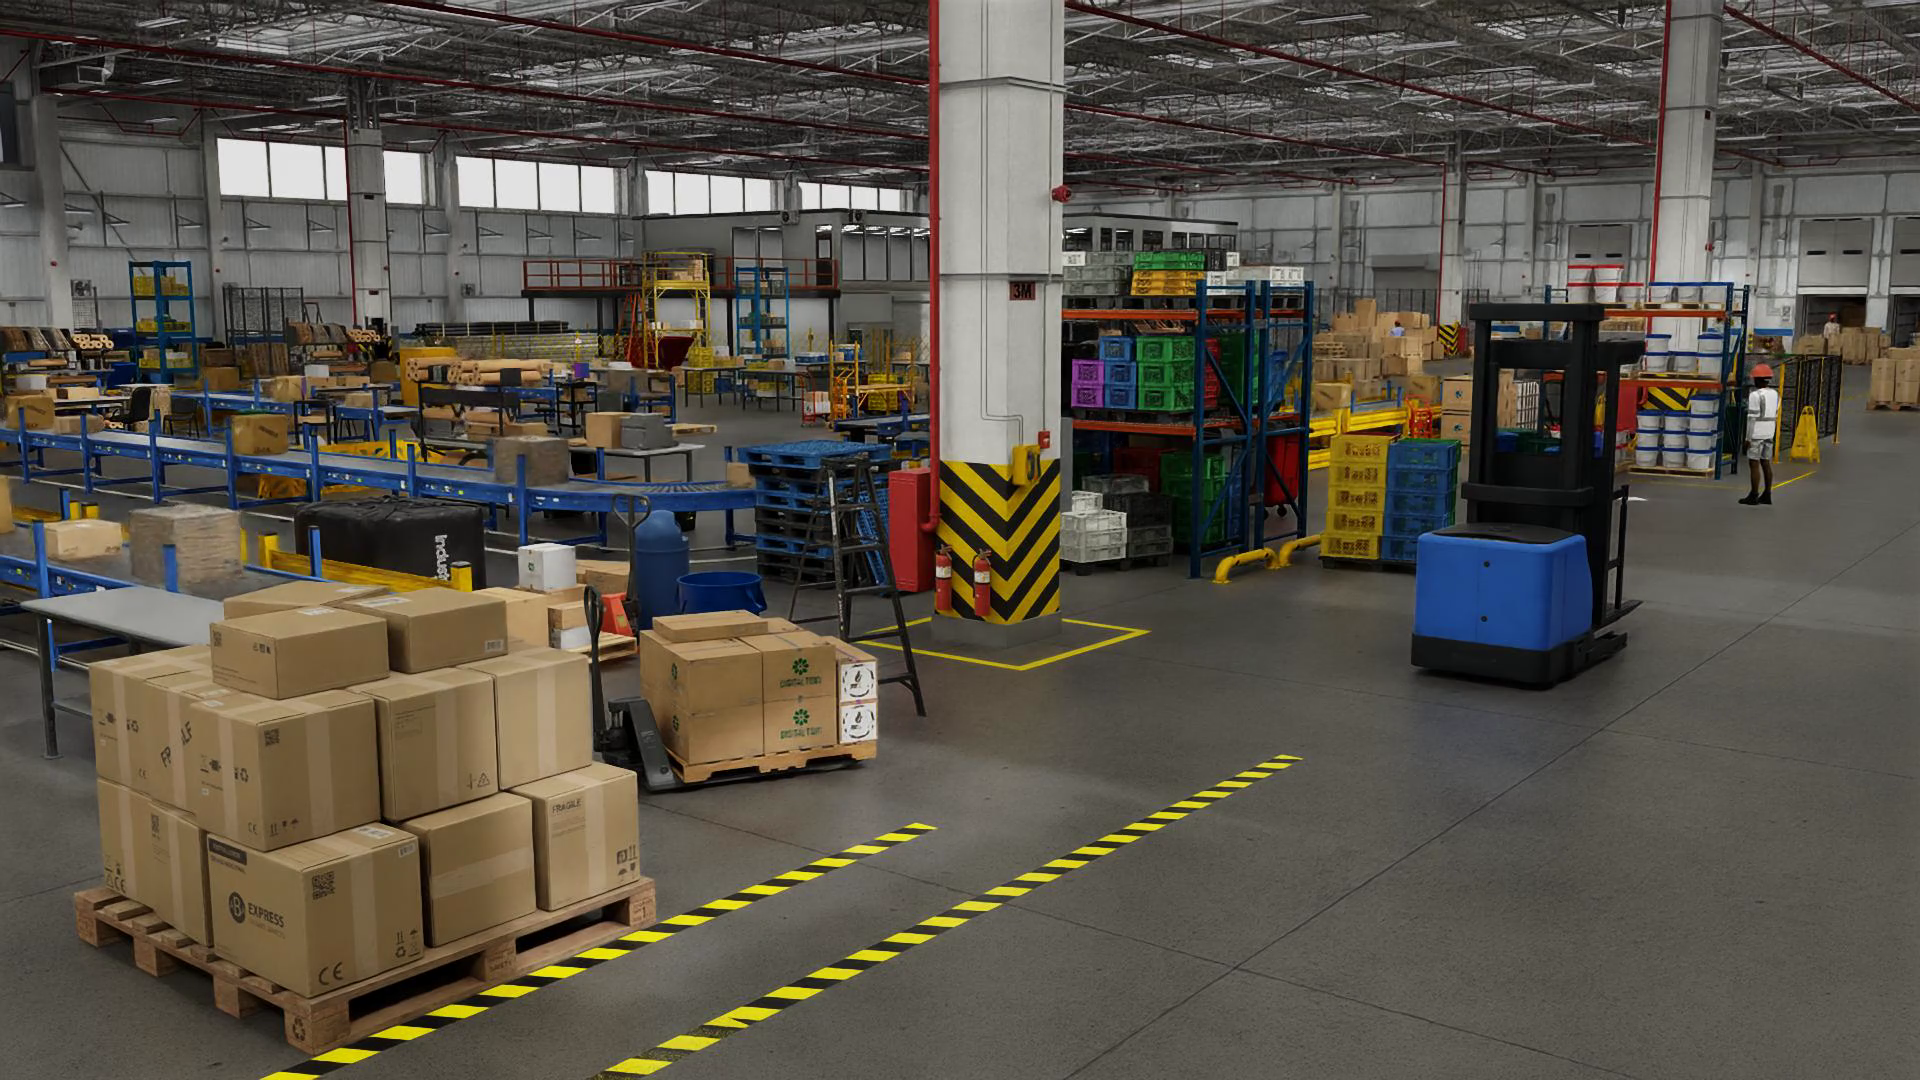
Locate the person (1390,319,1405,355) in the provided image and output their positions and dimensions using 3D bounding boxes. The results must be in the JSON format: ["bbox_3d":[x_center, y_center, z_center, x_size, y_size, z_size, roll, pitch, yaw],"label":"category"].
[{"bbox_3d":[16.672,-7.472,63.445,0.543,1.934,0.368,2,9,12],"label":"person"}]

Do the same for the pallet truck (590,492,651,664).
[{"bbox_3d":[-3.115,0.344,12.883,0.653,1.274,1.630,7,11,37],"label":"pallet truck"}]

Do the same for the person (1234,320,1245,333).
[{"bbox_3d":[11.274,-7.970,67.171,0.653,1.828,0.512,-8,12,-44],"label":"person"}]

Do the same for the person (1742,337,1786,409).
[{"bbox_3d":[20.039,-4.144,41.457,1.029,1.809,0.520,8,12,44],"label":"person"}]

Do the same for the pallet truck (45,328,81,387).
[{"bbox_3d":[-23.775,-4.544,43.495,1.885,1.965,0.823,6,10,35],"label":"pallet truck"}]

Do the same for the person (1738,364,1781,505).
[{"bbox_3d":[10.949,-1.435,22.790,0.539,1.930,0.385,-5,10,-29],"label":"person"}]

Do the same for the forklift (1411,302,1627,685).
[{"bbox_3d":[4.379,-0.438,12.852,1.129,2.768,1.873,7,11,37],"label":"forklift"}]

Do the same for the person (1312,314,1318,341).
[{"bbox_3d":[18.478,-10.943,87.162,0.634,1.839,0.429,2,9,12],"label":"person"}]

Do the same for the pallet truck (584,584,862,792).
[{"bbox_3d":[-1.426,0.805,10.019,1.601,1.201,0.680,-4,9,-26],"label":"pallet truck"}]

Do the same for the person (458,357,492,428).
[{"bbox_3d":[-7.804,-2.050,27.125,0.960,1.855,0.673,2,9,11],"label":"person"}]

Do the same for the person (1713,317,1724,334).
[{"bbox_3d":[33.500,-8.950,73.692,0.530,1.839,0.766,-4,9,-24],"label":"person"}]

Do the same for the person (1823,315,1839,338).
[{"bbox_3d":[37.644,-8.743,71.893,0.614,1.977,0.461,7,11,38],"label":"person"}]

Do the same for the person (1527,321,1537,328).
[{"bbox_3d":[26.875,-9.674,78.272,0.631,1.930,0.439,-6,10,-33],"label":"person"}]

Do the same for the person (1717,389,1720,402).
[{"bbox_3d":[16.945,-3.438,37.409,0.893,1.592,0.532,2,9,15],"label":"person"}]

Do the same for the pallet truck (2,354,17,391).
[{"bbox_3d":[-24.881,-4.417,42.634,1.885,1.965,0.823,8,11,41],"label":"pallet truck"}]

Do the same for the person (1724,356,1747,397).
[{"bbox_3d":[16.750,-3.215,35.968,0.511,1.577,0.938,-2,9,-13],"label":"person"}]

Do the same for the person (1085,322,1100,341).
[{"bbox_3d":[5.037,-7.383,63.185,0.598,1.833,0.978,4,9,23],"label":"person"}]
